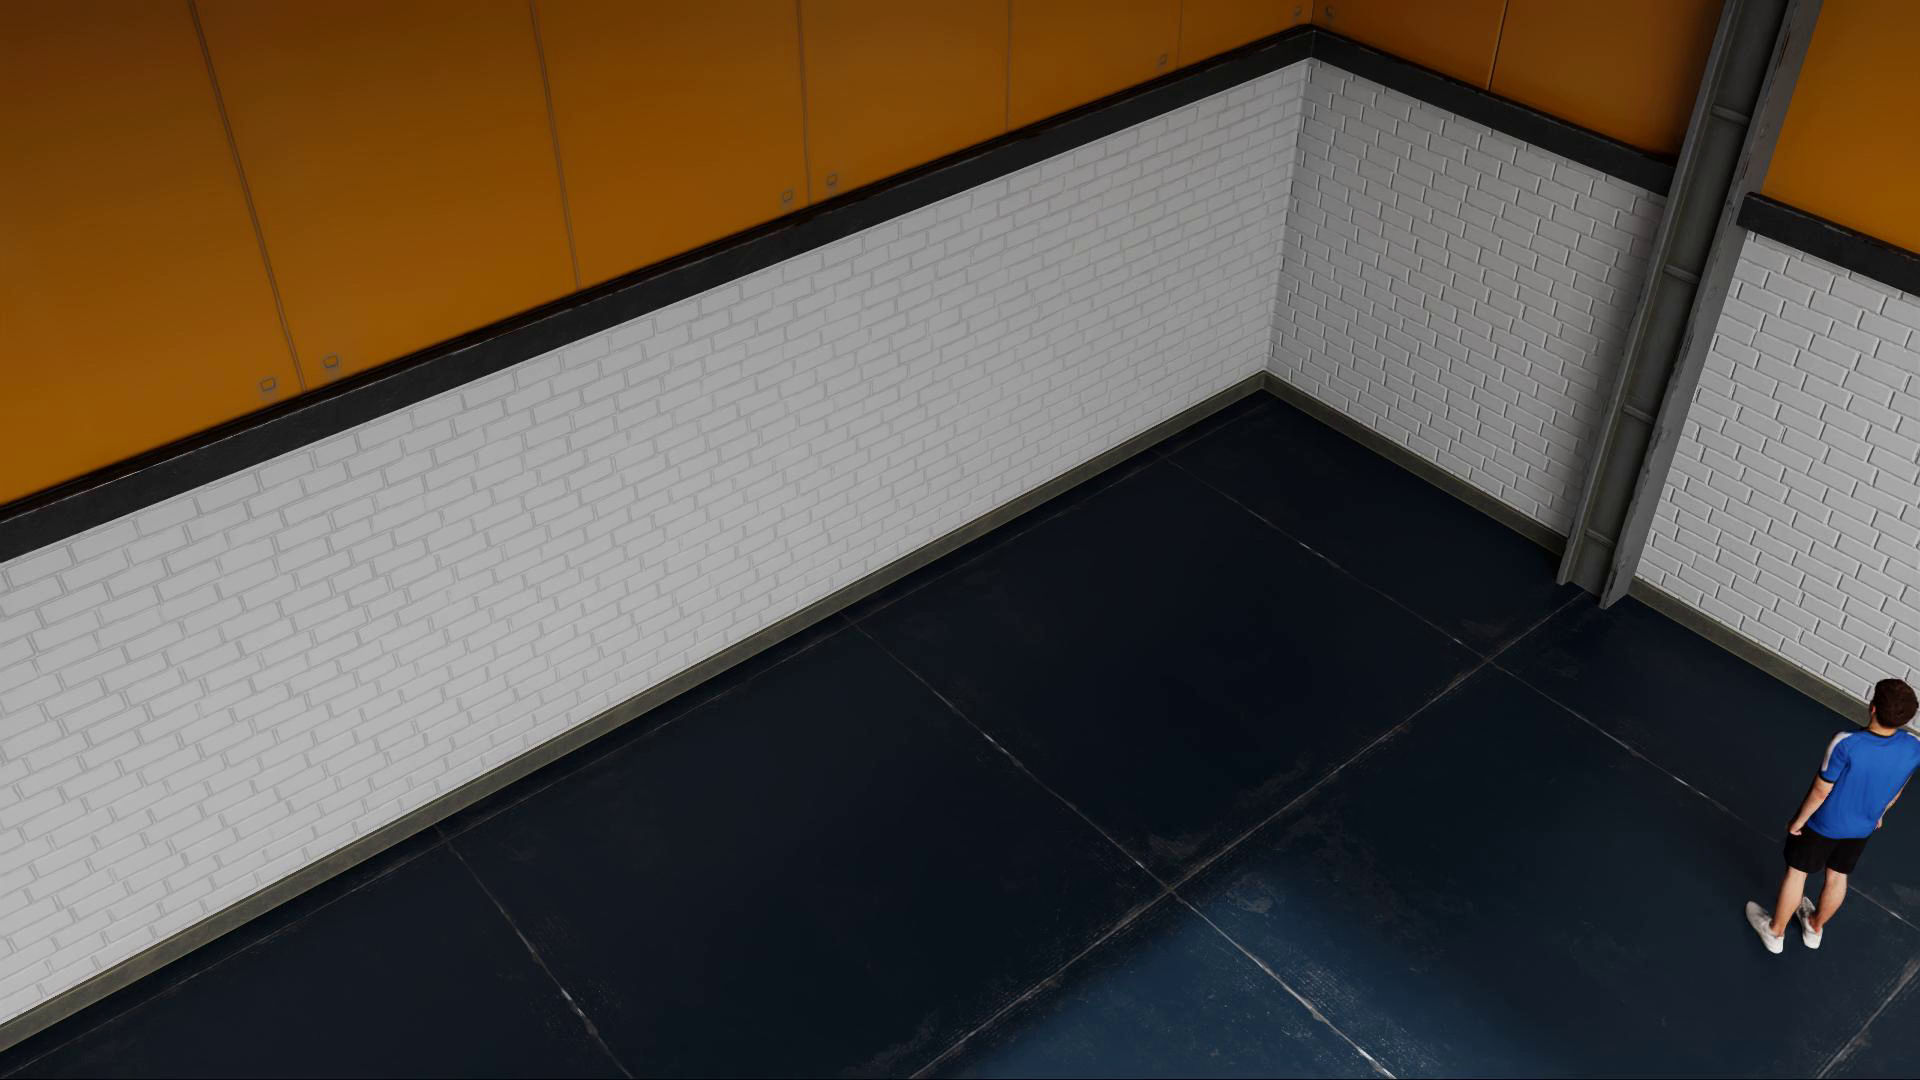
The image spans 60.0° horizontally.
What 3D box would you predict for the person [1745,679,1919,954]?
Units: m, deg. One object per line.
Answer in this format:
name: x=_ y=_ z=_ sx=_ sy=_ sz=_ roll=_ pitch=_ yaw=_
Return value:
person: x=4.604 y=1.456 z=8.681 sx=0.763 sy=1.866 sz=0.797 roll=-1 pitch=39 yaw=-2
